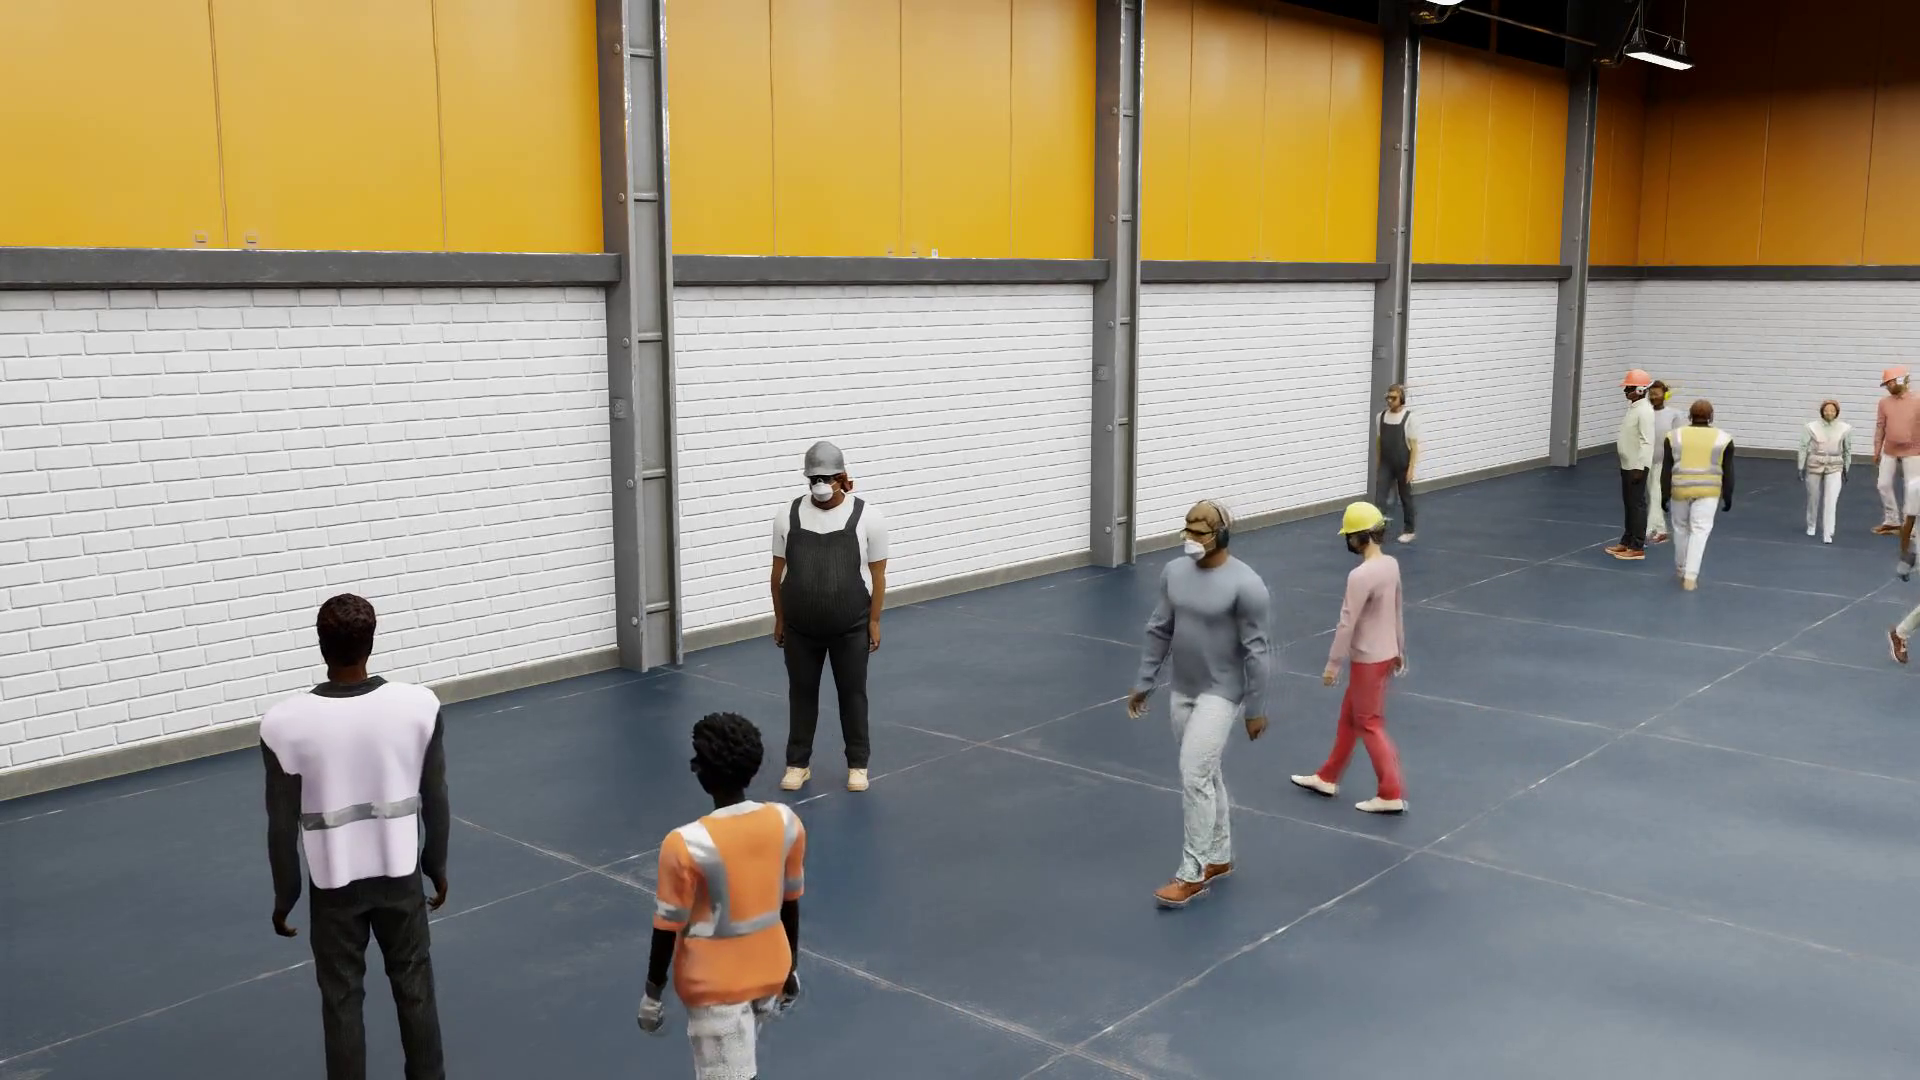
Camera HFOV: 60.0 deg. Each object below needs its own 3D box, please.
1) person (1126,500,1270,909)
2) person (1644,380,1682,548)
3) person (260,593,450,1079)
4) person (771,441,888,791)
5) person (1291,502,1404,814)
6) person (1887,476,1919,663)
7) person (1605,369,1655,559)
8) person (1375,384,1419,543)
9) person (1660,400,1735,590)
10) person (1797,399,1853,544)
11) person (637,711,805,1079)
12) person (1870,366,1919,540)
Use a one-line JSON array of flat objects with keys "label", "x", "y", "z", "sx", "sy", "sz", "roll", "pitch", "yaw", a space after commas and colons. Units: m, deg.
[{"label": "person", "x": 1.071, "y": 0.769, "z": 7.926, "sx": 0.736, "sy": 1.917, "sz": 0.643, "roll": -6, "pitch": 11, "yaw": -33}, {"label": "person", "x": 7.569, "y": -0.828, "z": 18.237, "sx": 0.950, "sy": 1.816, "sz": 0.542, "roll": -8, "pitch": 12, "yaw": -42}, {"label": "person", "x": -2.019, "y": 1.133, "z": 5.626, "sx": 0.588, "sy": 1.920, "sz": 0.398, "roll": -5, "pitch": 10, "yaw": -27}, {"label": "person", "x": -0.766, "y": 0.442, "z": 9.583, "sx": 0.682, "sy": 2.000, "sz": 0.537, "roll": 1, "pitch": 9, "yaw": 5}, {"label": "person", "x": 2.183, "y": 0.646, "z": 9.263, "sx": 0.720, "sy": 1.721, "sz": 0.559, "roll": 6, "pitch": 11, "yaw": 33}, {"label": "person", "x": 7.254, "y": 0.097, "z": 12.403, "sx": 0.523, "sy": 1.838, "sz": 0.890, "roll": -1, "pitch": 9, "yaw": -5}, {"label": "person", "x": 7.082, "y": -0.794, "z": 17.488, "sx": 0.379, "sy": 1.995, "sz": 0.611, "roll": 1, "pitch": 9, "yaw": 7}, {"label": "person", "x": 4.783, "y": -0.816, "z": 18.261, "sx": 0.526, "sy": 1.798, "sz": 0.960, "roll": 8, "pitch": 12, "yaw": 40}, {"label": "person", "x": 7.076, "y": -0.447, "z": 15.961, "sx": 0.643, "sy": 1.785, "sz": 0.975, "roll": 5, "pitch": 10, "yaw": 27}, {"label": "person", "x": 9.740, "y": -0.798, "z": 18.757, "sx": 0.535, "sy": 1.599, "sz": 0.854, "roll": 4, "pitch": 10, "yaw": 24}, {"label": "person", "x": -0.674, "y": 1.351, "z": 5.093, "sx": 0.854, "sy": 1.659, "sz": 0.541, "roll": 7, "pitch": 12, "yaw": 38}, {"label": "person", "x": 10.719, "y": -0.984, "z": 18.864, "sx": 0.367, "sy": 1.952, "sz": 0.731, "roll": -7, "pitch": 11, "yaw": -36}]
